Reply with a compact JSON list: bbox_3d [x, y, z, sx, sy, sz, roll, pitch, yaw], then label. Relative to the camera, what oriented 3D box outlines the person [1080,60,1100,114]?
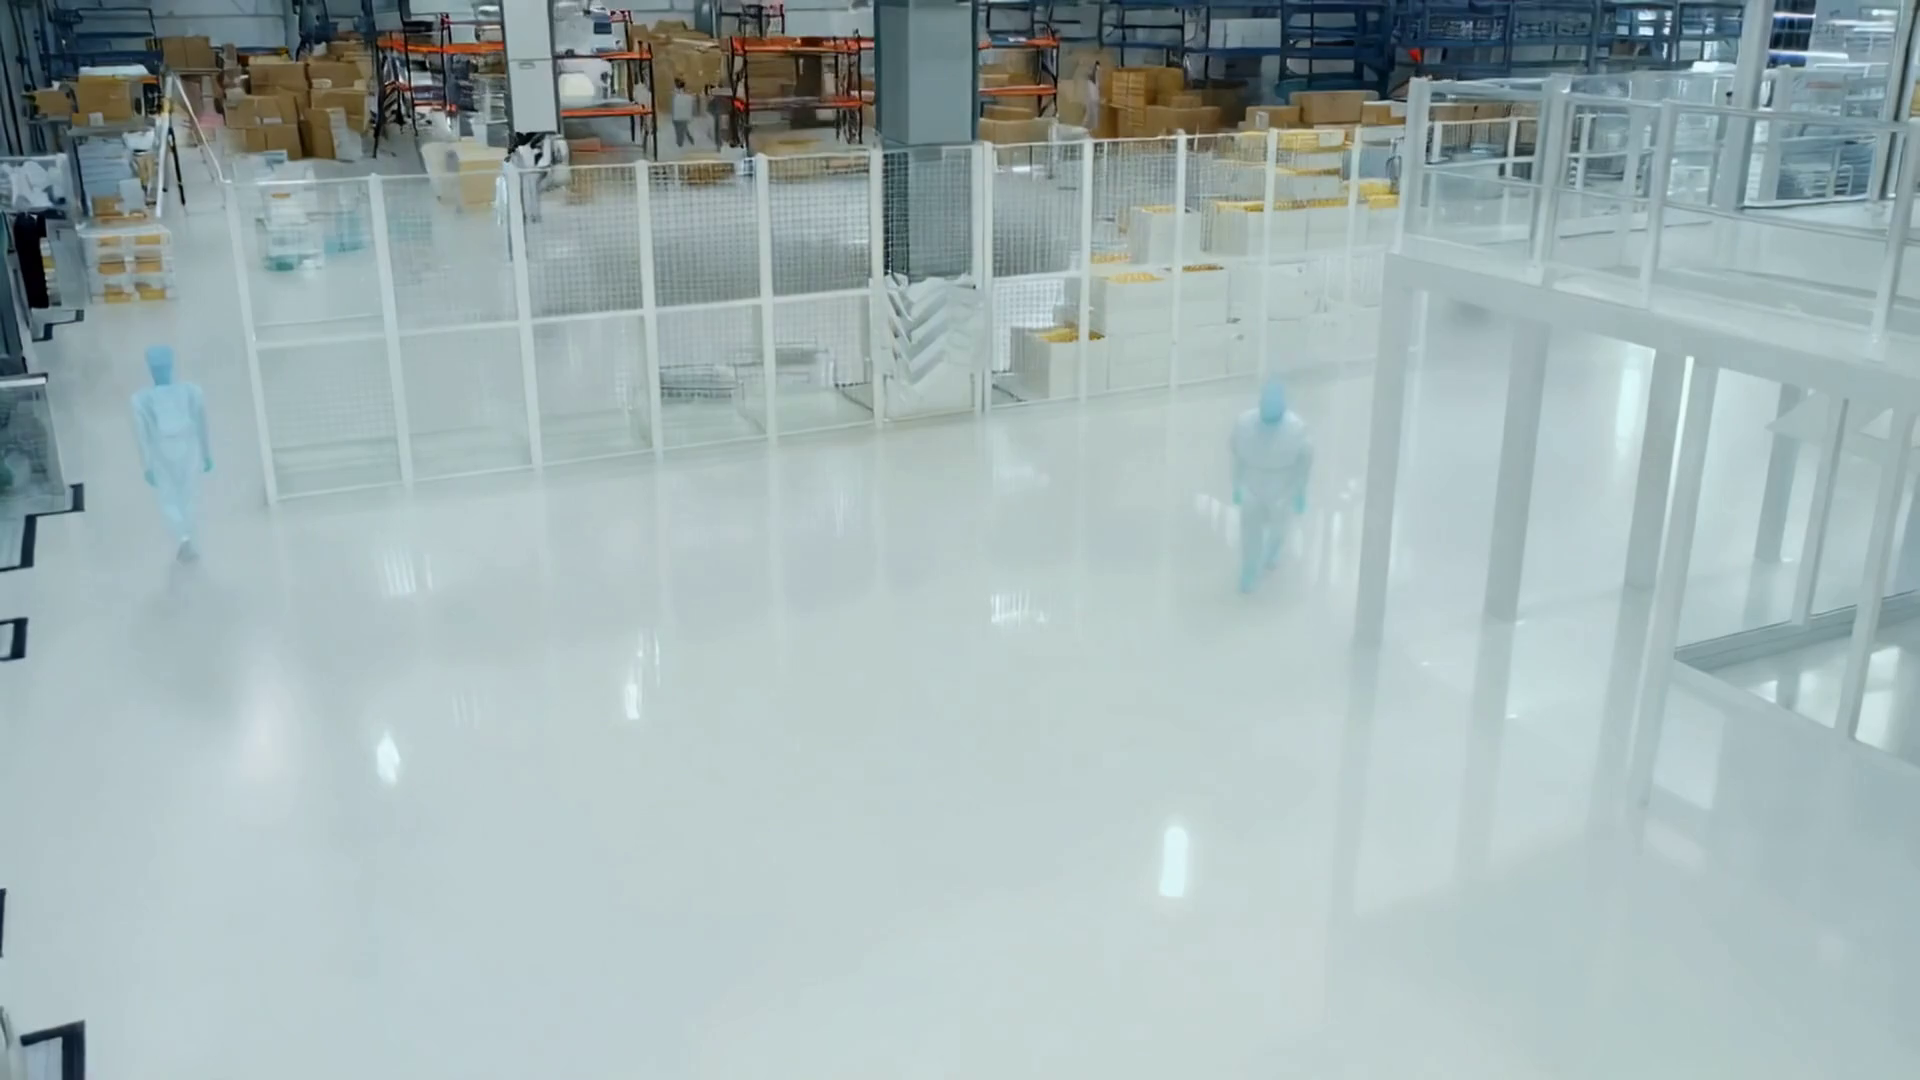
[{"bbox_3d":[4.579,-15.844,58.182,0.652,1.843,0.536,15,24,37],"label":"person"}]

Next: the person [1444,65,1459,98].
[{"bbox_3d":[15.721,-14.254,53.426,0.604,1.941,0.904,-9,21,-25],"label":"person"}]

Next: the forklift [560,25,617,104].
[{"bbox_3d":[-14.053,-17.892,62.535,1.873,2.768,1.129,-9,21,-25],"label":"forklift"}]

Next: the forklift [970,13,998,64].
[{"bbox_3d":[0.835,-23.861,79.838,1.873,2.768,1.129,15,24,36],"label":"forklift"}]

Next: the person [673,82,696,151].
[{"bbox_3d":[-7.699,-11.793,46.348,0.598,1.902,0.732,-16,25,-39],"label":"person"}]

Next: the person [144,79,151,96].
[{"bbox_3d":[-25.027,-13.436,51.508,0.515,1.634,0.313,10,21,27],"label":"person"}]

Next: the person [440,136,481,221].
[{"bbox_3d":[-10.178,-7.286,33.574,0.915,1.684,0.502,2,19,5],"label":"person"}]

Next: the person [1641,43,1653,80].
[{"bbox_3d":[31.090,-21.585,75.072,0.546,1.652,0.837,-8,21,-23],"label":"person"}]

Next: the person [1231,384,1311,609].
[{"bbox_3d":[2.512,-0.407,13.517,0.633,1.789,0.976,4,20,13],"label":"person"}]

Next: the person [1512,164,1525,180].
[{"bbox_3d":[8.865,-5.077,26.811,0.376,1.940,0.629,-5,20,-14],"label":"person"}]

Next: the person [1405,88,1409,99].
[{"bbox_3d":[11.654,-10.807,43.422,0.552,1.935,0.374,-3,19,-8],"label":"person"}]

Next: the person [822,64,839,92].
[{"bbox_3d":[-4.306,-14.667,54.704,0.636,1.886,1.055,-4,19,-11],"label":"person"}]

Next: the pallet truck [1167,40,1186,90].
[{"bbox_3d":[9.045,-19.971,69.895,0.823,1.965,1.885,-3,19,-8],"label":"pallet truck"}]

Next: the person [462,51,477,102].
[{"bbox_3d":[-18.445,-17.376,62.512,0.545,1.918,0.639,0,19,1],"label":"person"}]

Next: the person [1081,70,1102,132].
[{"bbox_3d":[4.118,-13.705,51.911,0.601,1.892,0.876,-10,22,-28],"label":"person"}]

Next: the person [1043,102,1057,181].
[{"bbox_3d":[2.171,-9.581,39.995,0.328,1.861,0.503,0,19,0],"label":"person"}]

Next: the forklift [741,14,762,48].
[{"bbox_3d":[-9.802,-23.402,78.507,1.129,2.768,1.873,-9,21,-25],"label":"forklift"}]

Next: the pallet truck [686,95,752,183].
[{"bbox_3d":[-5.836,-9.608,39.856,0.823,1.965,1.885,10,22,27],"label":"pallet truck"}]

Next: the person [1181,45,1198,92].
[{"bbox_3d":[9.336,-19.323,68.211,0.862,1.878,0.636,6,20,17],"label":"person"}]

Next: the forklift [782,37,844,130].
[{"bbox_3d":[-4.628,-14.442,52.534,1.873,2.768,1.129,-9,21,-25],"label":"forklift"}]

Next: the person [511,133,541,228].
[{"bbox_3d":[-8.597,-7.087,32.812,0.430,1.837,0.620,12,22,31],"label":"person"}]

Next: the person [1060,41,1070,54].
[{"bbox_3d":[4.951,-22.648,78.219,0.522,1.629,0.374,8,21,22],"label":"person"}]

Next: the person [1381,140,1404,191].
[{"bbox_3d":[8.176,-6.521,31.111,0.554,1.874,1.007,-4,19,-12],"label":"person"}]

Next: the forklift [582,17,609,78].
[{"bbox_3d":[-16.110,-21.315,72.458,1.873,2.768,1.129,-9,21,-25],"label":"forklift"}]

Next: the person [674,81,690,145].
[{"bbox_3d":[-7.954,-12.284,47.883,0.537,1.814,0.700,-14,24,-36],"label":"person"}]

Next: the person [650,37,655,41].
[{"bbox_3d":[-13.945,-21.919,75.676,0.629,1.906,0.551,-3,19,-10],"label":"person"}]

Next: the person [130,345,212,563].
[{"bbox_3d":[-6.695,-0.713,14.200,0.594,1.911,0.471,-13,23,-33],"label":"person"}]

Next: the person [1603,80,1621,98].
[{"bbox_3d":[19.775,-13.174,50.575,0.532,1.753,0.469,0,19,1],"label":"person"}]

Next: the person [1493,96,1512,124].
[{"bbox_3d":[13.254,-10.004,40.937,0.690,2.000,0.982,-6,20,-18],"label":"person"}]

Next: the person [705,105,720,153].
[{"bbox_3d":[-6.160,-10.074,41.712,0.318,1.663,0.636,6,20,18],"label":"person"}]

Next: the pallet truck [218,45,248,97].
[{"bbox_3d":[-28.879,-18.665,66.111,0.823,1.965,1.885,-3,19,-9],"label":"pallet truck"}]

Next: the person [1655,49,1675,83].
[{"bbox_3d":[31.157,-21.026,73.168,1.013,1.862,0.652,11,22,30],"label":"person"}]

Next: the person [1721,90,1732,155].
[{"bbox_3d":[19.332,-10.352,42.015,0.395,1.992,0.622,11,22,30],"label":"person"}]

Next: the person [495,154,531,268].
[{"bbox_3d":[-7.577,-5.572,28.251,0.621,1.941,0.508,-15,24,-38],"label":"person"}]
